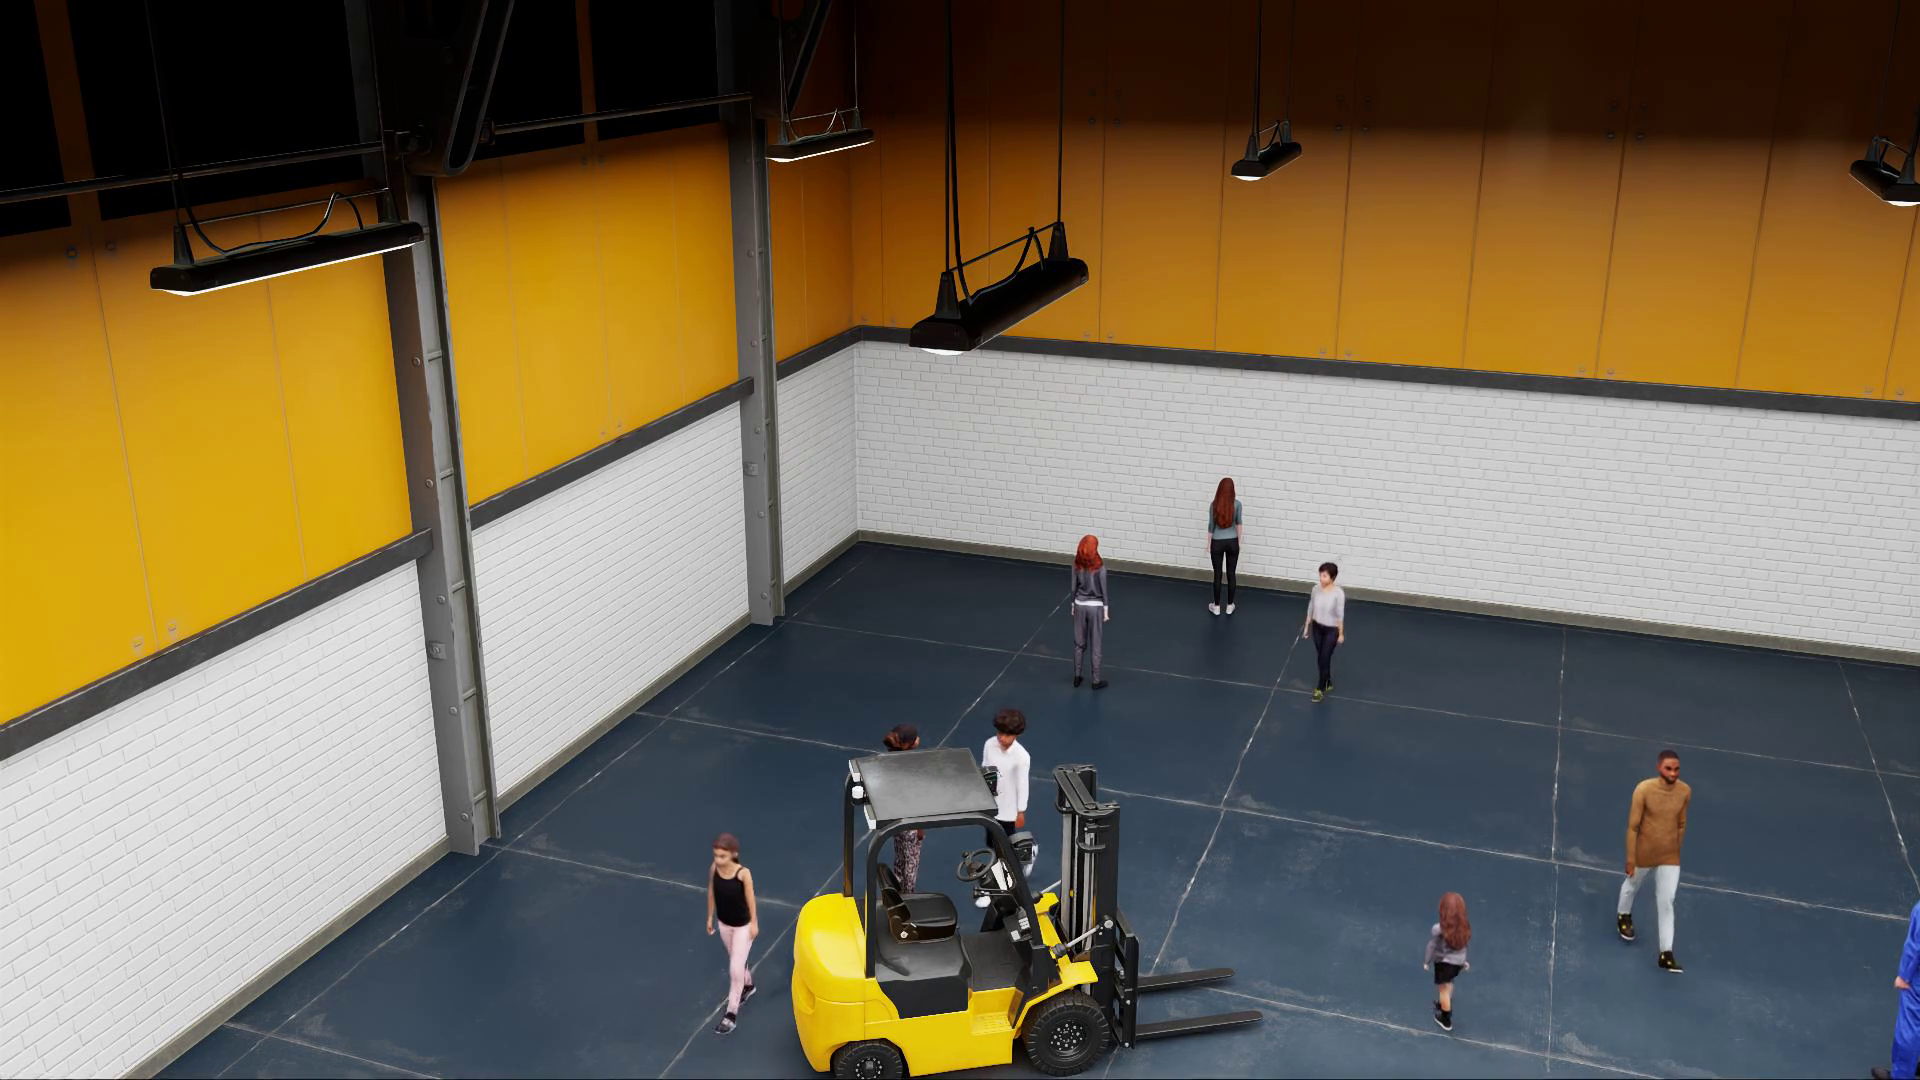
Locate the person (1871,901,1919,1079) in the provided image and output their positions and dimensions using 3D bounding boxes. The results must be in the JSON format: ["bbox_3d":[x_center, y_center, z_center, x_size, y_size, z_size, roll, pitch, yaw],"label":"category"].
[{"bbox_3d":[6.795,3.012,11.612,0.780,1.825,0.817,-7,20,-20],"label":"person"}]

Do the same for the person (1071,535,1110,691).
[{"bbox_3d":[1.419,0.784,18.298,0.607,1.779,0.542,10,21,27],"label":"person"}]

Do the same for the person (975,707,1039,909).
[{"bbox_3d":[0.418,2.208,14.059,1.112,1.786,0.919,-17,25,-42],"label":"person"}]

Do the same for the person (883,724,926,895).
[{"bbox_3d":[-0.443,2.313,13.860,0.741,1.714,0.679,-8,20,-23],"label":"person"}]

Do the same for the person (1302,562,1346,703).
[{"bbox_3d":[4.047,0.958,18.162,0.867,1.536,0.760,-17,25,-40],"label":"person"}]

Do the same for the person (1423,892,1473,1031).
[{"bbox_3d":[3.663,3.143,12.364,0.604,1.096,0.661,-6,20,-18],"label":"person"}]

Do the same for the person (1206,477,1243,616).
[{"bbox_3d":[3.258,0.069,20.480,0.648,1.742,0.643,0,19,0],"label":"person"}]

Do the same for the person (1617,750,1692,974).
[{"bbox_3d":[5.504,2.474,13.303,0.912,1.764,1.269,0,19,1],"label":"person"}]

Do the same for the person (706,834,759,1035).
[{"bbox_3d":[-1.648,2.867,12.511,0.576,1.526,0.929,8,20,22],"label":"person"}]
